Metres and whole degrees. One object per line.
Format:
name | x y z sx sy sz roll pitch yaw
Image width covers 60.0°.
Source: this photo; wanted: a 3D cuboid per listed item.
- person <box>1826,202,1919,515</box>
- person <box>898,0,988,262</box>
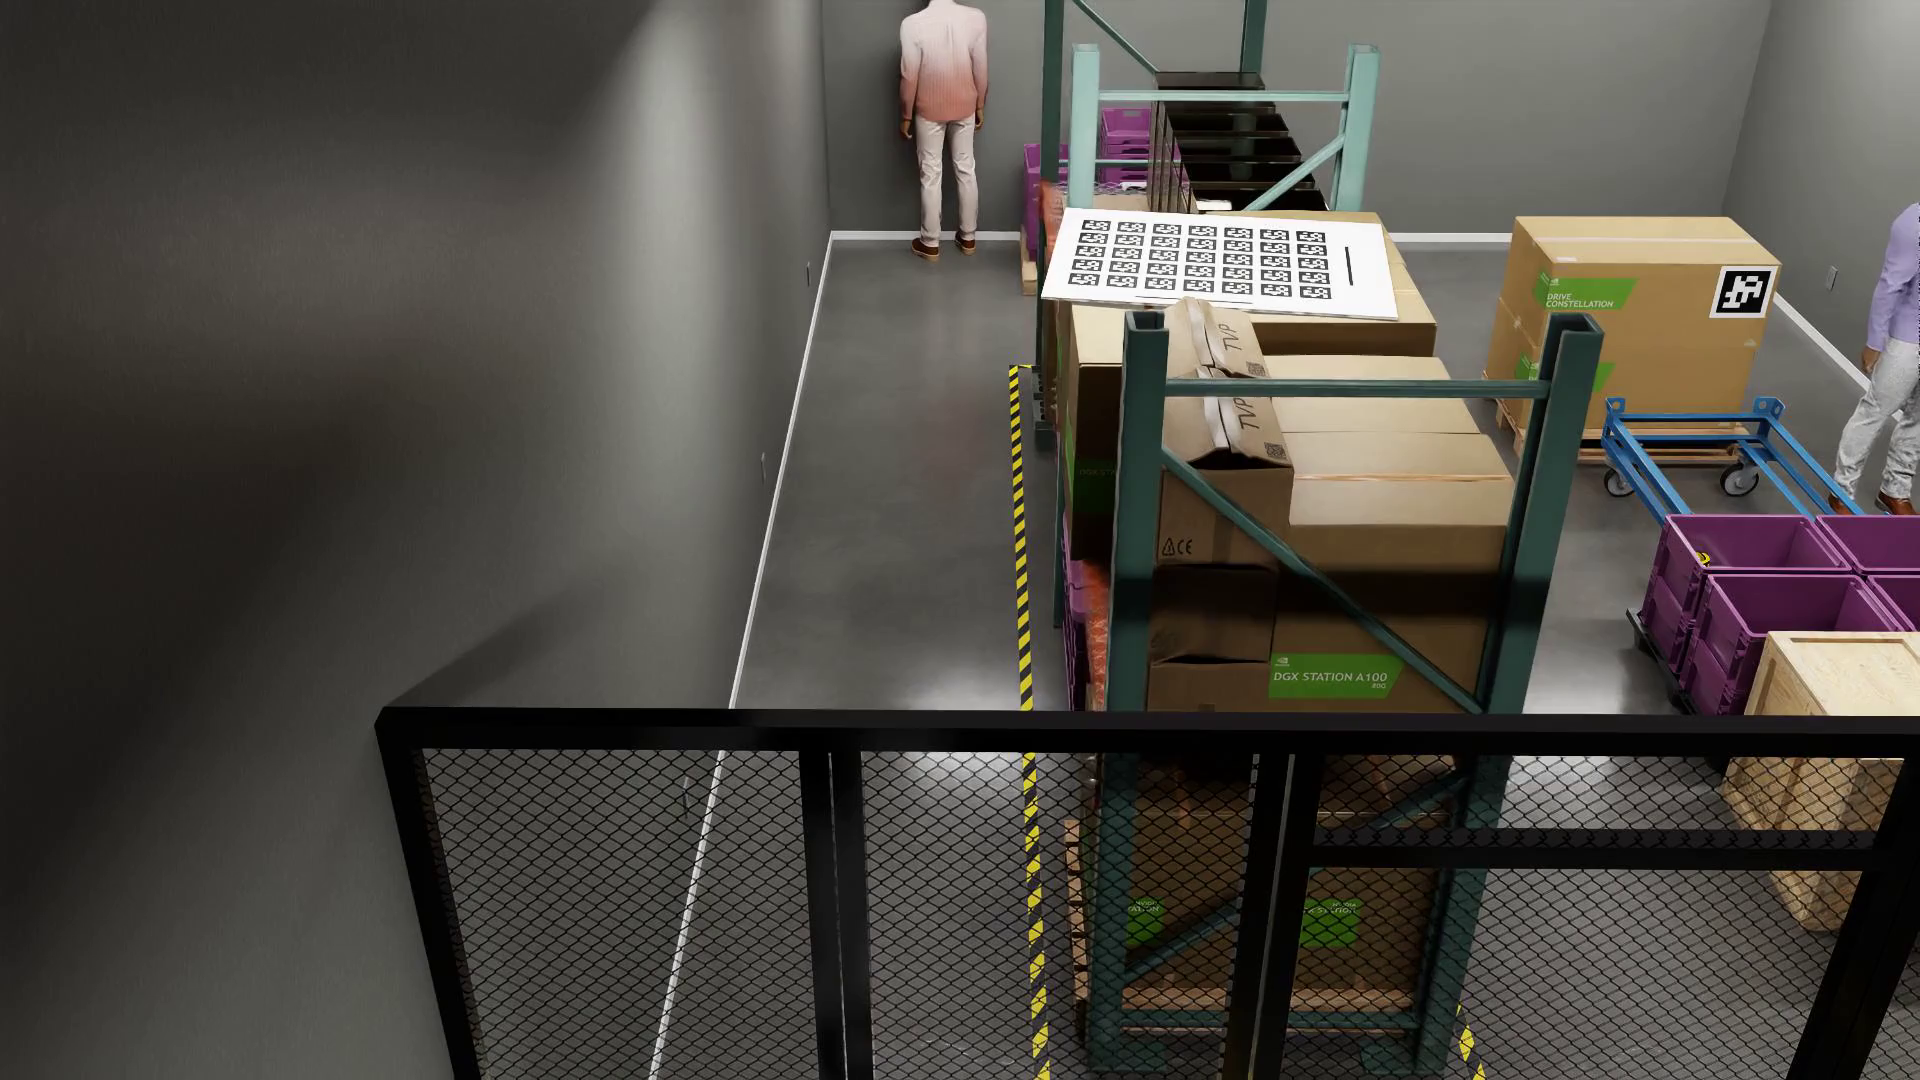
person | 4.536 -0.938 7.773 0.632 1.938 0.359 0 31 -1
person | -0.114 -2.813 10.832 0.611 1.996 0.379 -12 33 -19
